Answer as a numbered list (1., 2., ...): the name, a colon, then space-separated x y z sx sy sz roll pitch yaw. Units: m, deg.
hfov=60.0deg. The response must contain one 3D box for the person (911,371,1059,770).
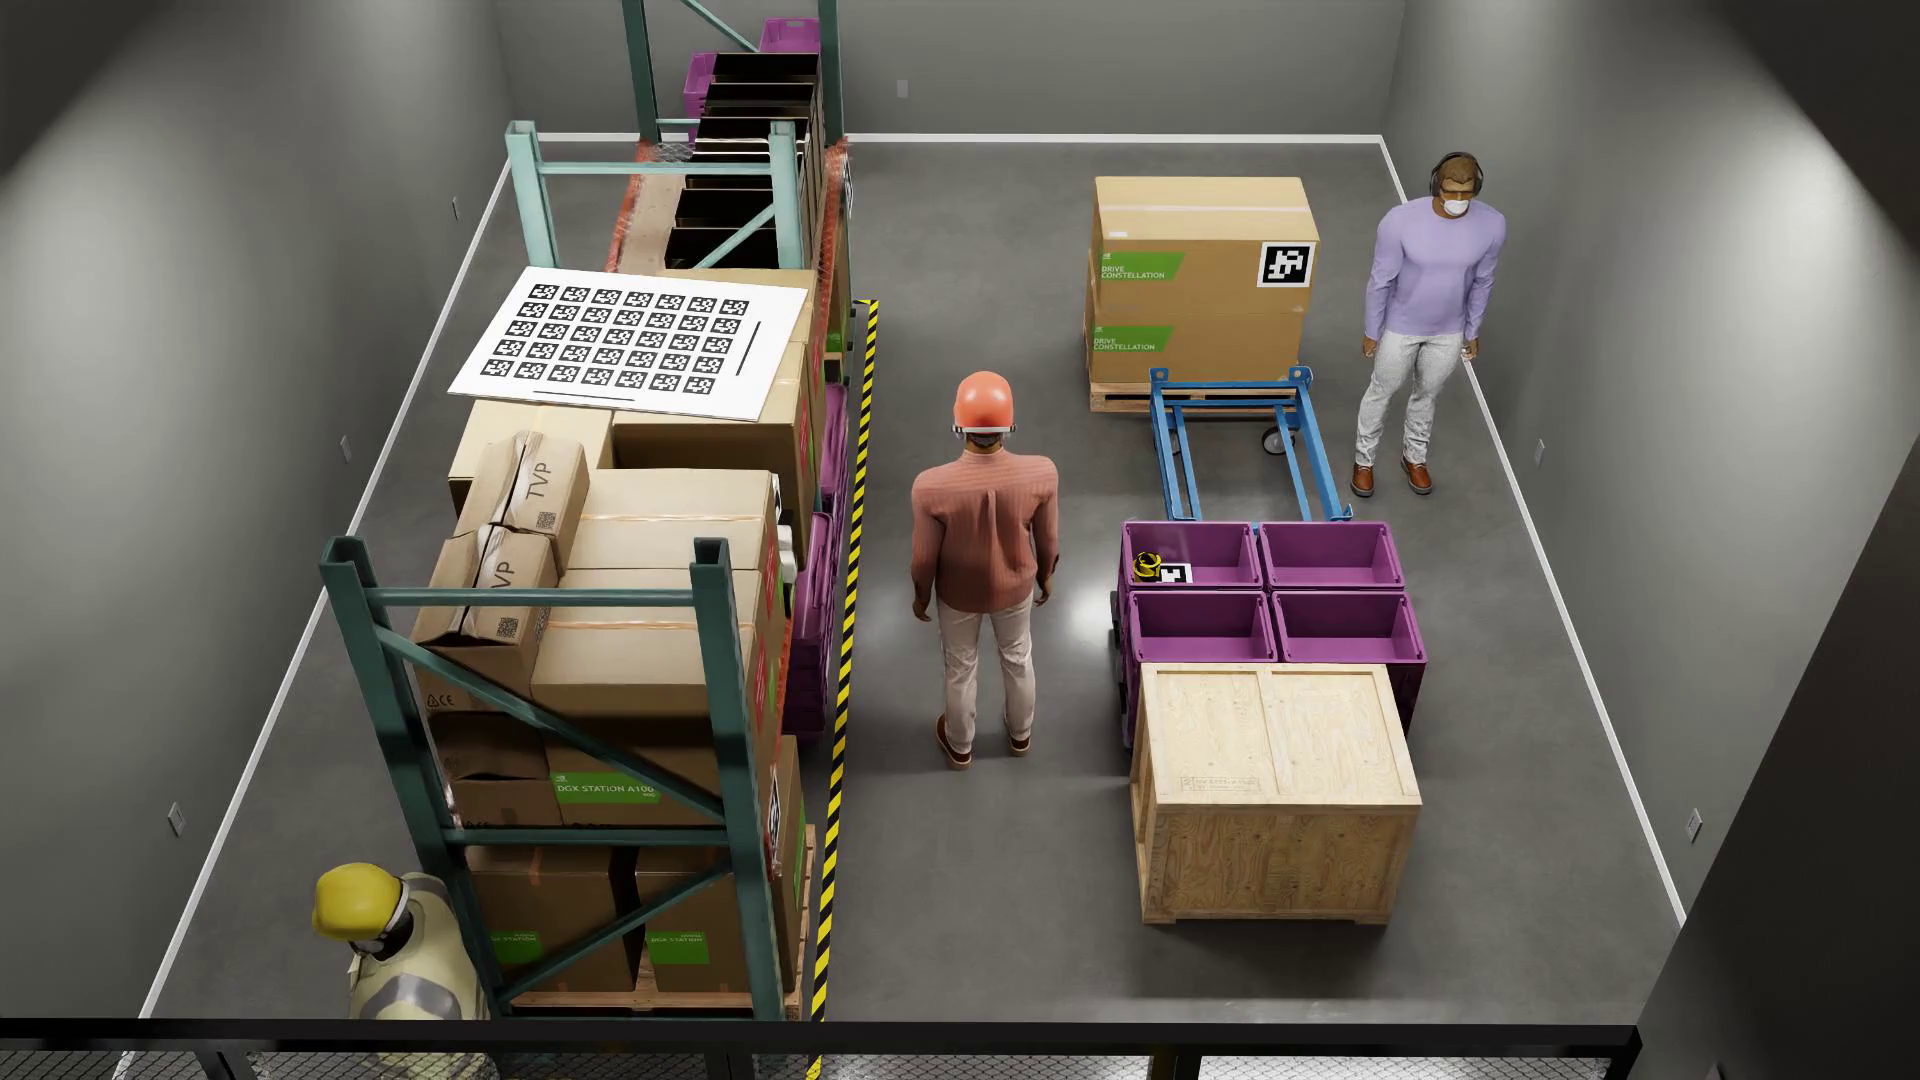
1. person: 0.095 0.155 6.895 0.618 1.993 0.396 -9 42 -10

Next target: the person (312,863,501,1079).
1. person: -1.707 1.628 5.346 0.404 1.821 0.587 -7 42 -8

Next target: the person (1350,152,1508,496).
1. person: 2.320 -1.063 8.326 0.631 1.940 0.372 -2 41 -2
